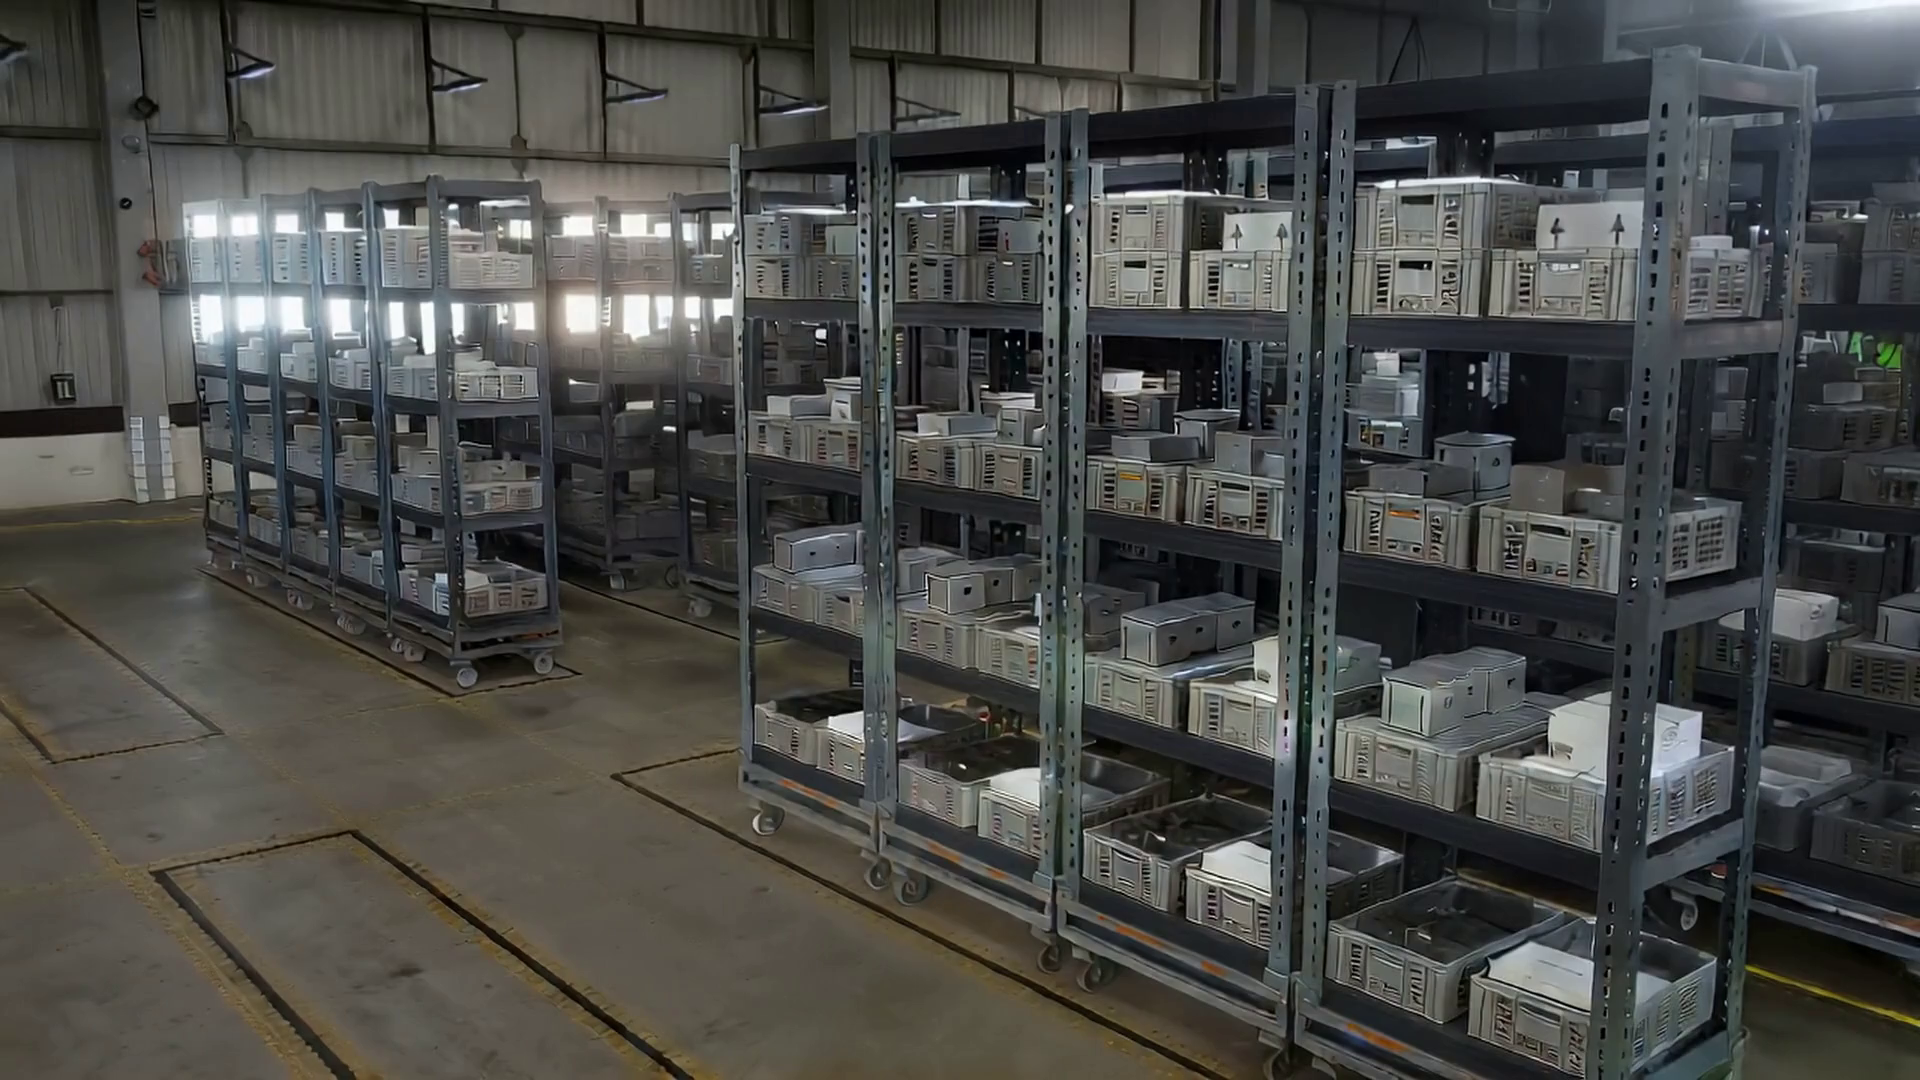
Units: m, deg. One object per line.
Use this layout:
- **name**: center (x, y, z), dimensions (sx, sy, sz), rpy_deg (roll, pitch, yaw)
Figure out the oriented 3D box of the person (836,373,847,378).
- **person**: center (-1.316, -1.038, 18.970), dimensions (0.563, 1.837, 0.388), rpy_deg (-7, 12, -38)
